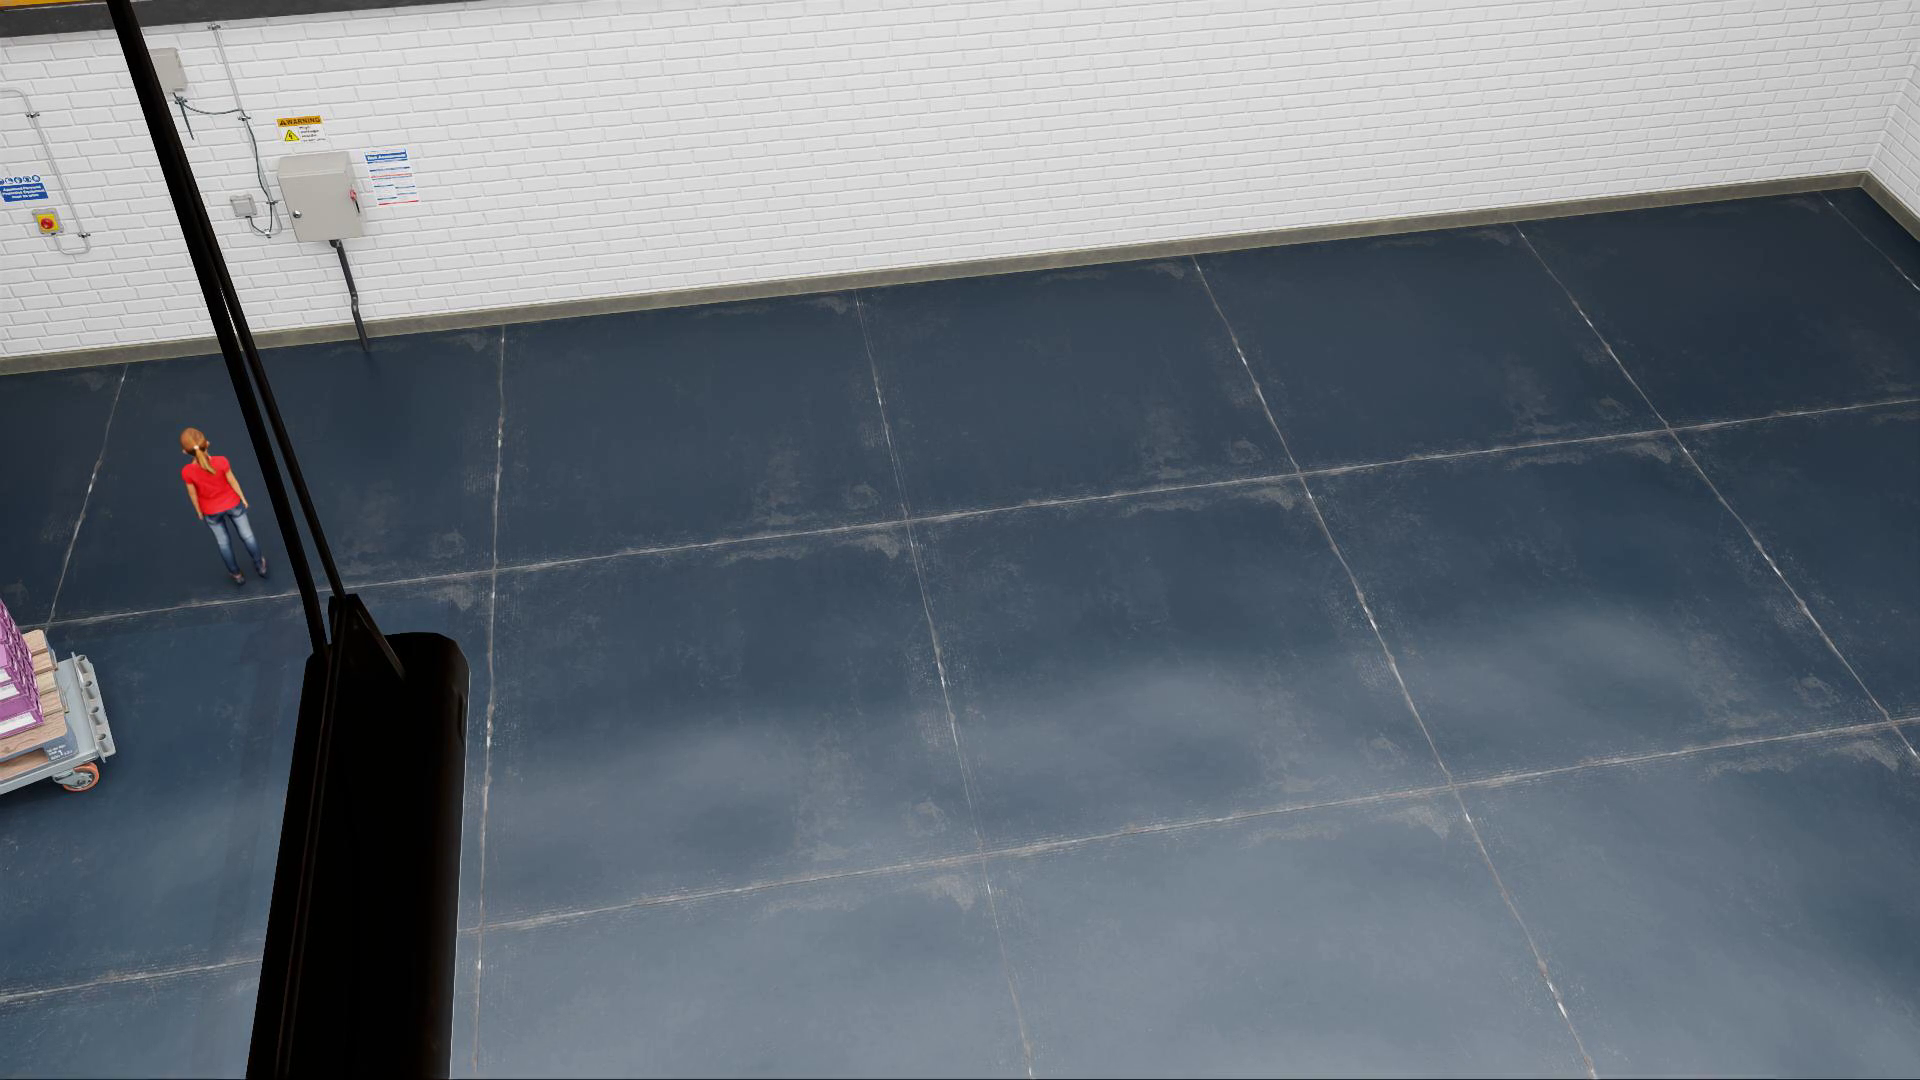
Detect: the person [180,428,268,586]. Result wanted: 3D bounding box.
[{"bbox_3d":[-5.011,-0.225,11.298,0.531,1.308,0.570,-19,47,-19],"label":"person"}]
